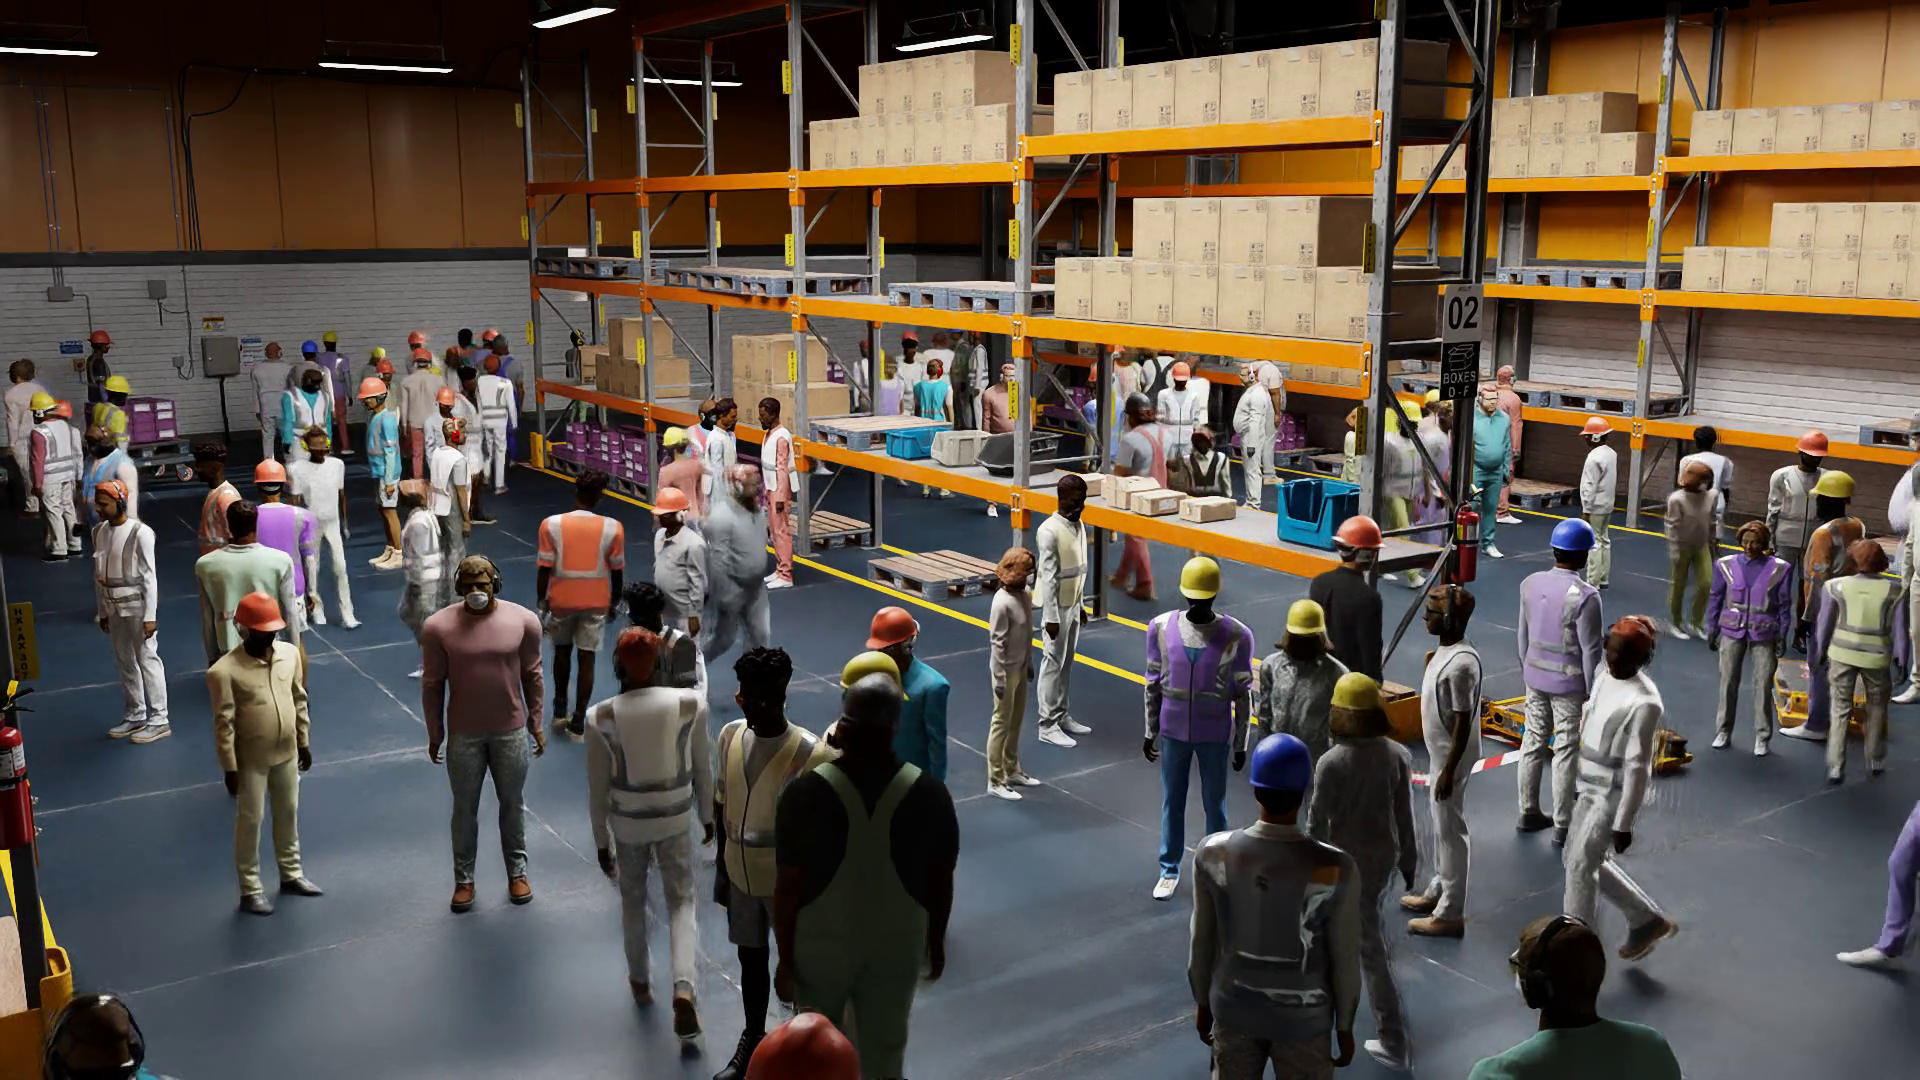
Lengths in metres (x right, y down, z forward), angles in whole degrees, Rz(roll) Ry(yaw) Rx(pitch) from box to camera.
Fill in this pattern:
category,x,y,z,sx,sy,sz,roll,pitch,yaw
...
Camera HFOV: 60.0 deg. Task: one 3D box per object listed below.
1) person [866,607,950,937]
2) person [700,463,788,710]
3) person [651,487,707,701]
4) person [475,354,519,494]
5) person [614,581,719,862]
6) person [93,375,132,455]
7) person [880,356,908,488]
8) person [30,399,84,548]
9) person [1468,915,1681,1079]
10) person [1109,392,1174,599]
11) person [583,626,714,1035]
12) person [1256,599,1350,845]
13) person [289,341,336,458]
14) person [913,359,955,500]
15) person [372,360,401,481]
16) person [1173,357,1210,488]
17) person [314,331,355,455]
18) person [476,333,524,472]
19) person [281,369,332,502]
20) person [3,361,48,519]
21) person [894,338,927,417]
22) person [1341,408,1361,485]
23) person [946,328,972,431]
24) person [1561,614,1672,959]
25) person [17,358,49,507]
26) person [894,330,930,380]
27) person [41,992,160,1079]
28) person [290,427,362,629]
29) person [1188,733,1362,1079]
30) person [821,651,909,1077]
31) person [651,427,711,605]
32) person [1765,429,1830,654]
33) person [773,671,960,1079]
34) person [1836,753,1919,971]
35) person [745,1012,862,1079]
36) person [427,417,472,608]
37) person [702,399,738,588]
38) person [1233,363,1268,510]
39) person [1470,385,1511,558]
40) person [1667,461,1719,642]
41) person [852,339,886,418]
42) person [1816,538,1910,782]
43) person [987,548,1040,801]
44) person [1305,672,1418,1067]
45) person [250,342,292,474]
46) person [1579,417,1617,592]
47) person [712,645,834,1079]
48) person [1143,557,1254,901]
category,x,y,z,sx,sy,sz,roll,pitch,yaw
person,-0.313,1.189,8.546,0.573,1.738,0.352,9,14,39
person,-1.720,0.341,12.522,0.828,1.879,0.638,7,13,33
person,-2.074,0.474,12.166,0.333,1.750,0.564,-10,15,-43
person,-6.207,-1.548,22.204,0.603,1.872,0.422,1,11,6
person,-1.629,1.041,9.483,0.732,1.670,0.473,6,13,28
person,-9.589,-0.917,18.897,0.597,1.905,0.430,9,14,40
person,-1.001,-1.651,22.963,0.495,1.798,0.987,-4,12,-18
person,-9.949,-0.697,18.257,0.719,1.719,0.580,6,12,27
person,1.562,1.911,4.367,0.625,1.932,0.371,-4,12,-19
person,1.691,-0.464,16.227,0.666,2.000,0.713,10,15,42
person,-1.401,1.317,7.602,0.583,1.857,0.816,-3,11,-14
person,1.783,1.152,8.726,0.487,1.740,0.307,5,12,25
person,-9.163,-1.852,23.592,0.610,1.939,0.409,0,11,2
person,-0.338,-1.439,21.712,0.563,1.847,0.390,5,12,24
person,-7.792,-1.576,22.652,0.329,1.751,0.571,2,11,11
person,3.182,-1.540,22.305,0.589,1.820,0.765,-6,13,-28
person,-9.712,-2.271,25.769,0.594,1.924,0.382,0,11,-2
person,-6.688,-2.030,24.241,0.693,2.000,0.955,-2,11,-11
person,-8.200,-1.253,20.873,0.655,1.800,0.698,-9,14,-39
person,-11.432,-1.226,20.389,0.372,1.940,0.627,2,11,12
person,-0.743,-1.951,24.064,0.612,1.957,0.387,-5,12,-26
person,4.312,-0.638,18.163,0.279,1.633,0.499,5,12,24
person,-0.022,-2.708,28.008,0.436,1.934,0.623,-4,12,-18
person,3.118,1.238,8.009,0.613,1.849,0.603,1,11,4
person,-11.658,-1.328,20.946,0.428,1.922,0.648,-2,11,-10
person,-0.706,-2.202,25.310,0.669,1.966,0.662,-5,12,-26
person,-2.167,2.002,4.209,0.539,1.804,0.809,-8,14,-35
person,-5.678,-0.093,14.859,0.519,1.825,0.934,-8,14,-37
person,1.093,1.626,5.805,0.604,1.939,0.415,5,12,26
person,-0.393,1.405,6.969,0.379,1.921,0.586,-5,12,-22
person,-2.618,-0.190,15.548,0.384,1.749,0.543,8,14,37
person,7.110,0.019,14.064,0.549,1.926,0.388,2,11,10
person,-0.355,1.478,6.288,0.708,2.000,0.588,-2,11,-10
person,4.792,1.254,7.945,0.828,1.849,0.508,4,12,17
person,-0.339,2.000,3.611,0.614,2.041,0.393,2,11,9
person,-4.756,-0.230,15.571,0.387,1.837,0.560,-9,14,-39
person,-2.362,-0.454,16.532,0.411,1.906,0.602,0,11,0
person,3.565,-1.232,20.527,0.399,1.900,0.644,0,11,2
person,5.660,-0.732,17.975,0.645,1.900,0.399,-3,12,-16
person,6.358,0.100,14.423,0.522,1.610,0.503,-2,11,-11
person,-1.343,-2.083,24.976,0.604,1.851,0.760,-3,11,-15
person,5.956,0.773,10.977,0.556,1.612,0.633,7,13,31
person,0.337,0.842,10.612,0.284,1.625,0.508,5,12,22
person,1.779,1.425,7.465,0.488,1.681,0.918,-5,12,-25
person,-9.807,-1.885,23.884,0.636,1.900,0.401,-2,11,-8
person,6.232,-0.341,16.363,0.359,1.743,0.568,9,14,38
person,-0.789,1.391,6.924,0.602,1.966,0.368,7,13,31
person,1.270,1.023,8.939,0.585,1.918,0.394,4,12,20
